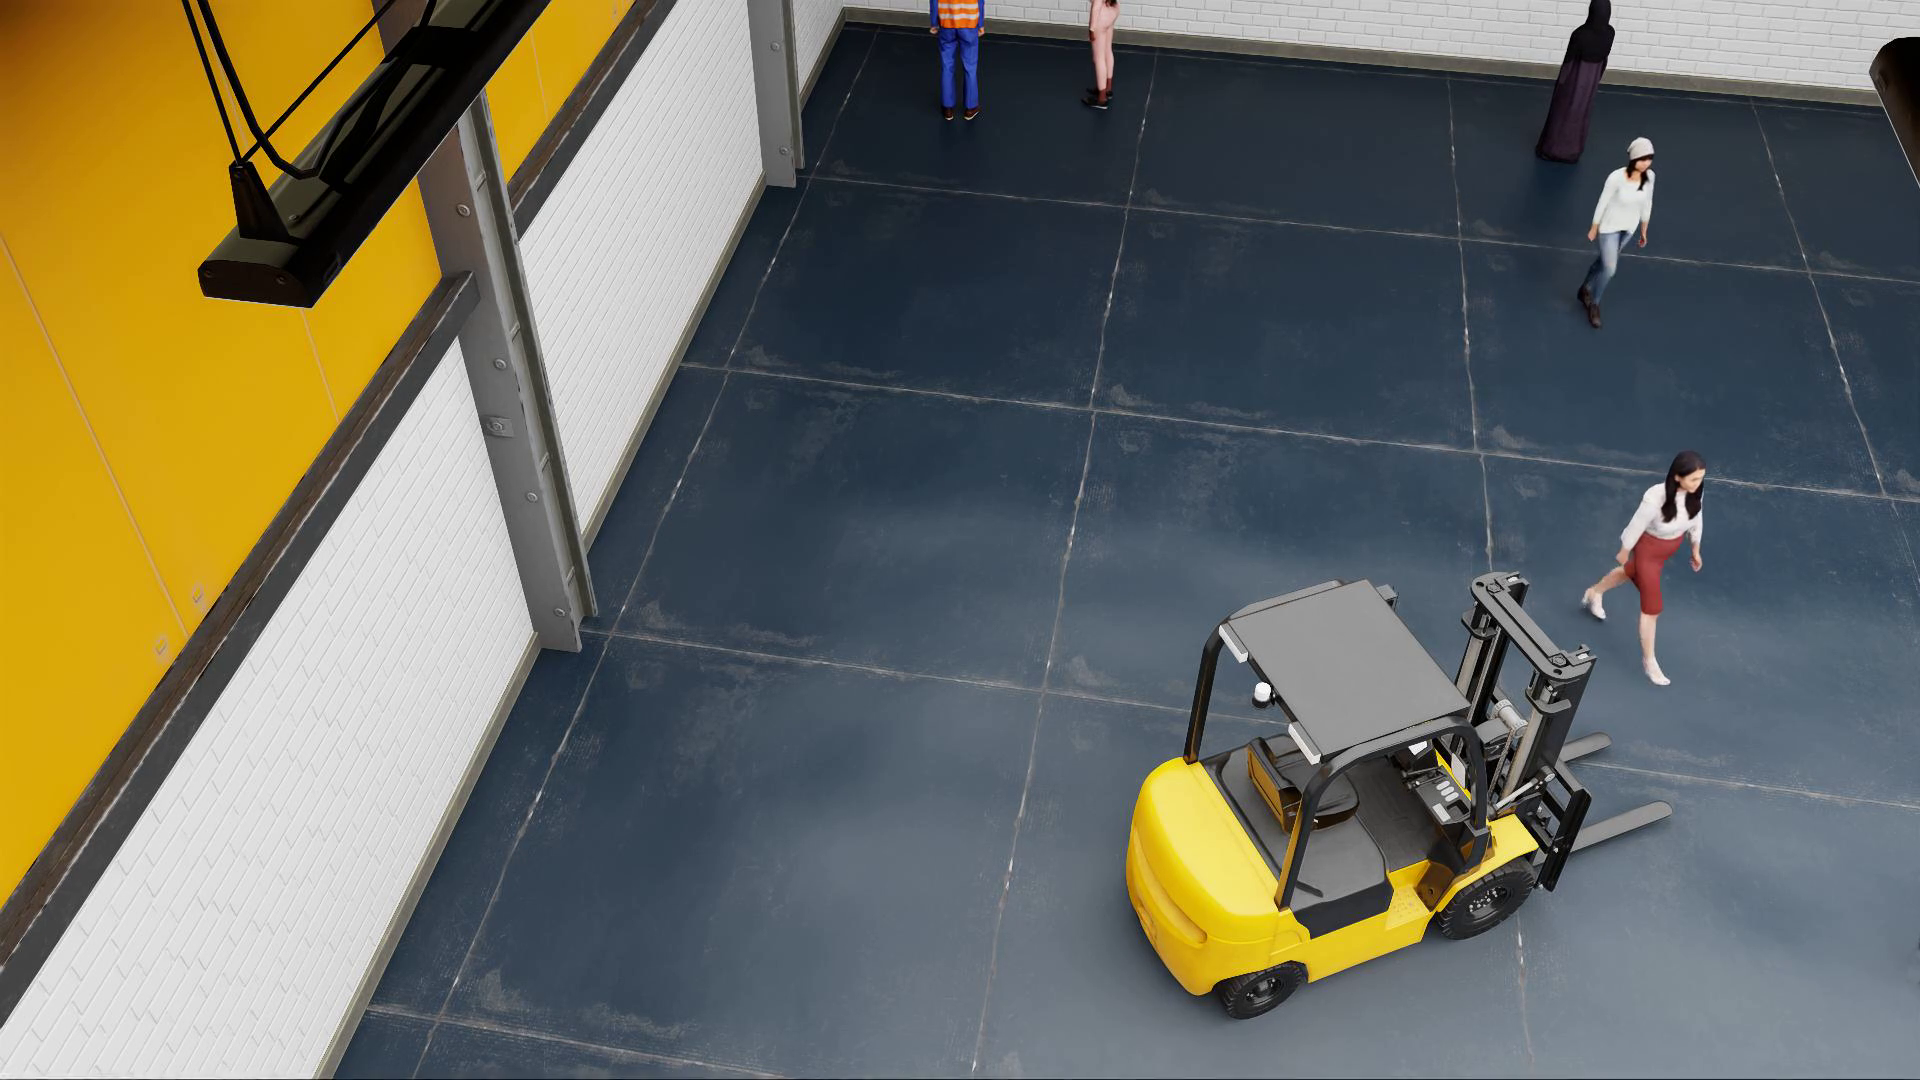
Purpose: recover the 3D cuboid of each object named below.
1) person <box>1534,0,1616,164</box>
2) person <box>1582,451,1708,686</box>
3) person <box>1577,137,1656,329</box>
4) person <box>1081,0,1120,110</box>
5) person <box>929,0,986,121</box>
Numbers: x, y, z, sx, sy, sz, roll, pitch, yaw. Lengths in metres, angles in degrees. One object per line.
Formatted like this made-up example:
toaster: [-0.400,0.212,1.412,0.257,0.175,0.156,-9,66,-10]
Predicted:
person: [5.757,-4.287,15.457,0.683,1.615,0.710,-7,44,-7]
person: [4.456,0.058,10.839,1.018,1.695,1.189,-17,46,-17]
person: [5.361,-2.605,13.682,0.744,1.630,0.846,-12,45,-12]
person: [1.404,-5.067,16.200,0.714,1.720,0.544,17,46,17]
person: [-0.018,-4.928,15.953,0.703,1.860,0.619,4,44,4]
